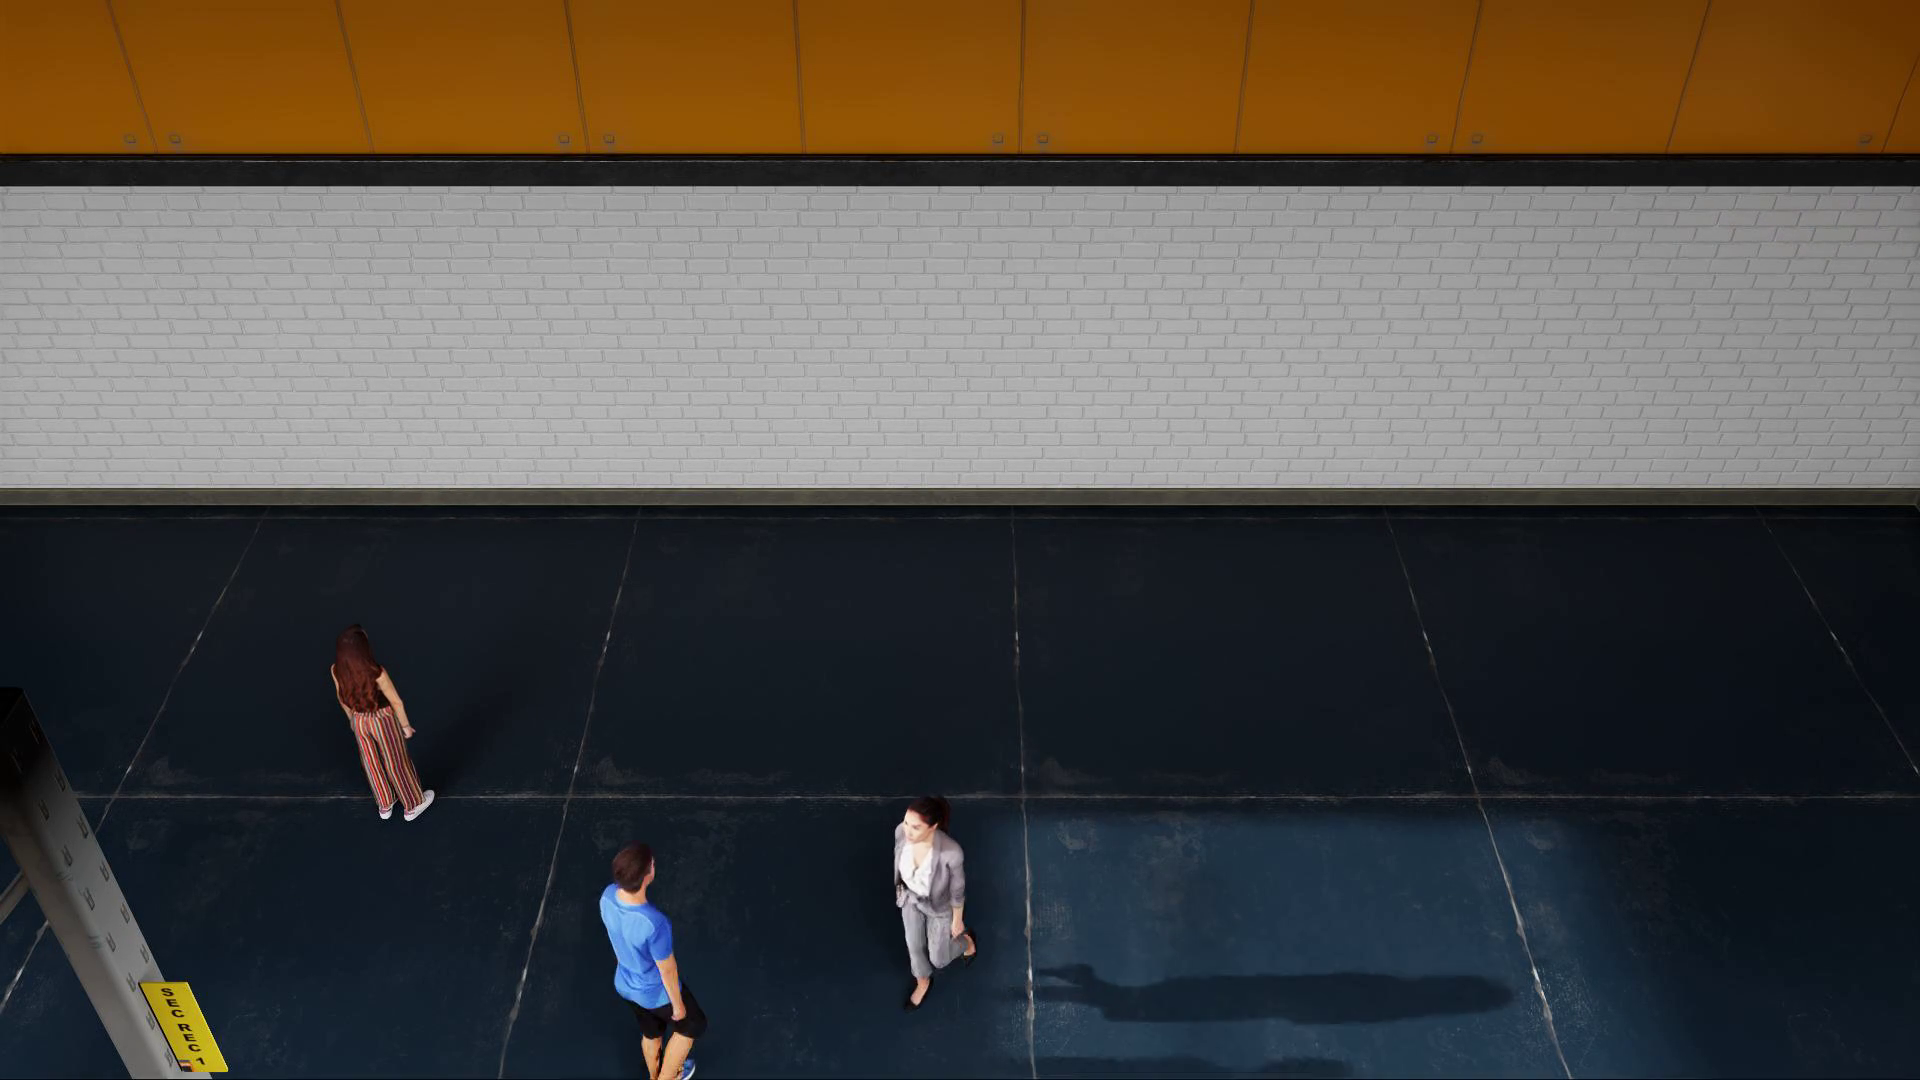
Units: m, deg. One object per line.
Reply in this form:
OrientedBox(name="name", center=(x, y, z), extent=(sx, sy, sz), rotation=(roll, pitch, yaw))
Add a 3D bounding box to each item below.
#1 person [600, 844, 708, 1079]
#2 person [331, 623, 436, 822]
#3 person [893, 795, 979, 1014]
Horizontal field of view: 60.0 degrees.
OrientedBox(name="person", center=(-1.684, 2.366, 8.643), extent=(0.802, 1.846, 0.859), rotation=(30, 47, 32))
OrientedBox(name="person", center=(-3.656, 1.136, 10.410), extent=(0.596, 1.561, 0.564), rotation=(7, 39, 9))
OrientedBox(name="person", center=(-0.114, 1.989, 9.262), extent=(0.847, 1.661, 0.926), rotation=(25, 45, 28))
